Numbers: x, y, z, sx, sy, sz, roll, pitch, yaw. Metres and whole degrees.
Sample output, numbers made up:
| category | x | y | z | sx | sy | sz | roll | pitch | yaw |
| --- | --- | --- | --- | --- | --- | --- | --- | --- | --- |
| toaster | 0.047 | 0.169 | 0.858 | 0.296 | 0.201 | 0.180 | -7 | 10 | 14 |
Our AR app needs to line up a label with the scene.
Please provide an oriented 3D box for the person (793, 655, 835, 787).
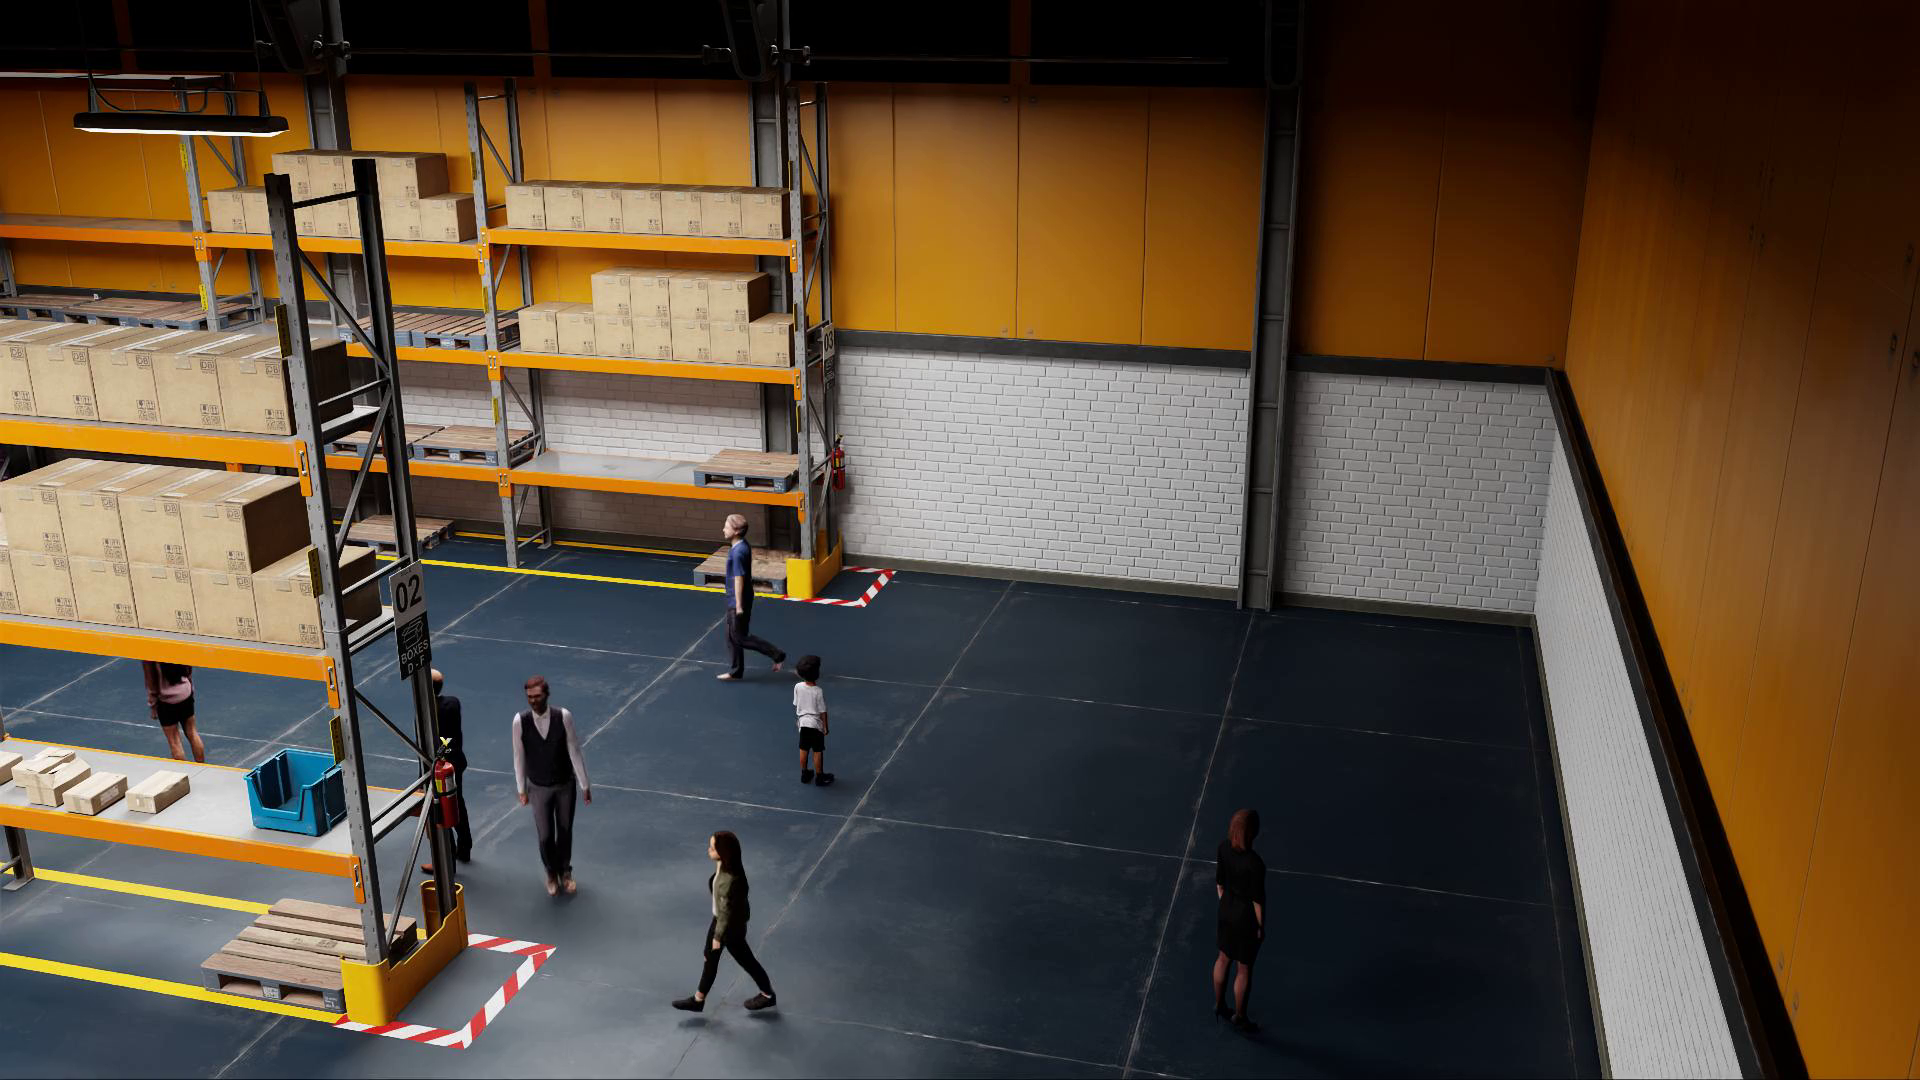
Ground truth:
| category | x | y | z | sx | sy | sz | roll | pitch | yaw |
| --- | --- | --- | --- | --- | --- | --- | --- | --- | --- |
| person | -1.377 | 1.662 | 15.387 | 0.478 | 1.260 | 0.591 | 9 | 21 | 25 |

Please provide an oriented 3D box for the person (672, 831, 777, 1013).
| category | x | y | z | sx | sy | sz | roll | pitch | yaw |
| --- | --- | --- | --- | --- | --- | --- | --- | --- | --- |
| person | -1.573 | 2.754 | 11.865 | 1.071 | 1.438 | 0.901 | -5 | 19 | -14 |

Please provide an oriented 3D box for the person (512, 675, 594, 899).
| category | x | y | z | sx | sy | sz | roll | pitch | yaw |
| --- | --- | --- | --- | --- | --- | --- | --- | --- | --- |
| person | -3.336 | 1.946 | 13.508 | 0.808 | 1.920 | 0.894 | -9 | 20 | -24 |

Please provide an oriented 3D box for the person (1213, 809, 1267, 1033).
| category | x | y | z | sx | sy | sz | roll | pitch | yaw |
| --- | --- | --- | --- | --- | --- | --- | --- | --- | --- |
| person | 1.966 | 2.666 | 11.705 | 0.713 | 1.706 | 0.629 | -13 | 23 | -34 |

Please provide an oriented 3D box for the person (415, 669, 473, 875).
| category | x | y | z | sx | sy | sz | roll | pitch | yaw |
| --- | --- | --- | --- | --- | --- | --- | --- | --- | --- |
| person | -4.304 | 1.905 | 13.819 | 0.605 | 1.800 | 0.703 | 7 | 20 | 20 |

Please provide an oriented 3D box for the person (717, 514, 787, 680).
| category | x | y | z | sx | sy | sz | roll | pitch | yaw |
| --- | --- | --- | --- | --- | --- | --- | --- | --- | --- |
| person | -2.231 | 0.630 | 17.530 | 1.082 | 1.847 | 0.895 | -3 | 19 | -8 |
